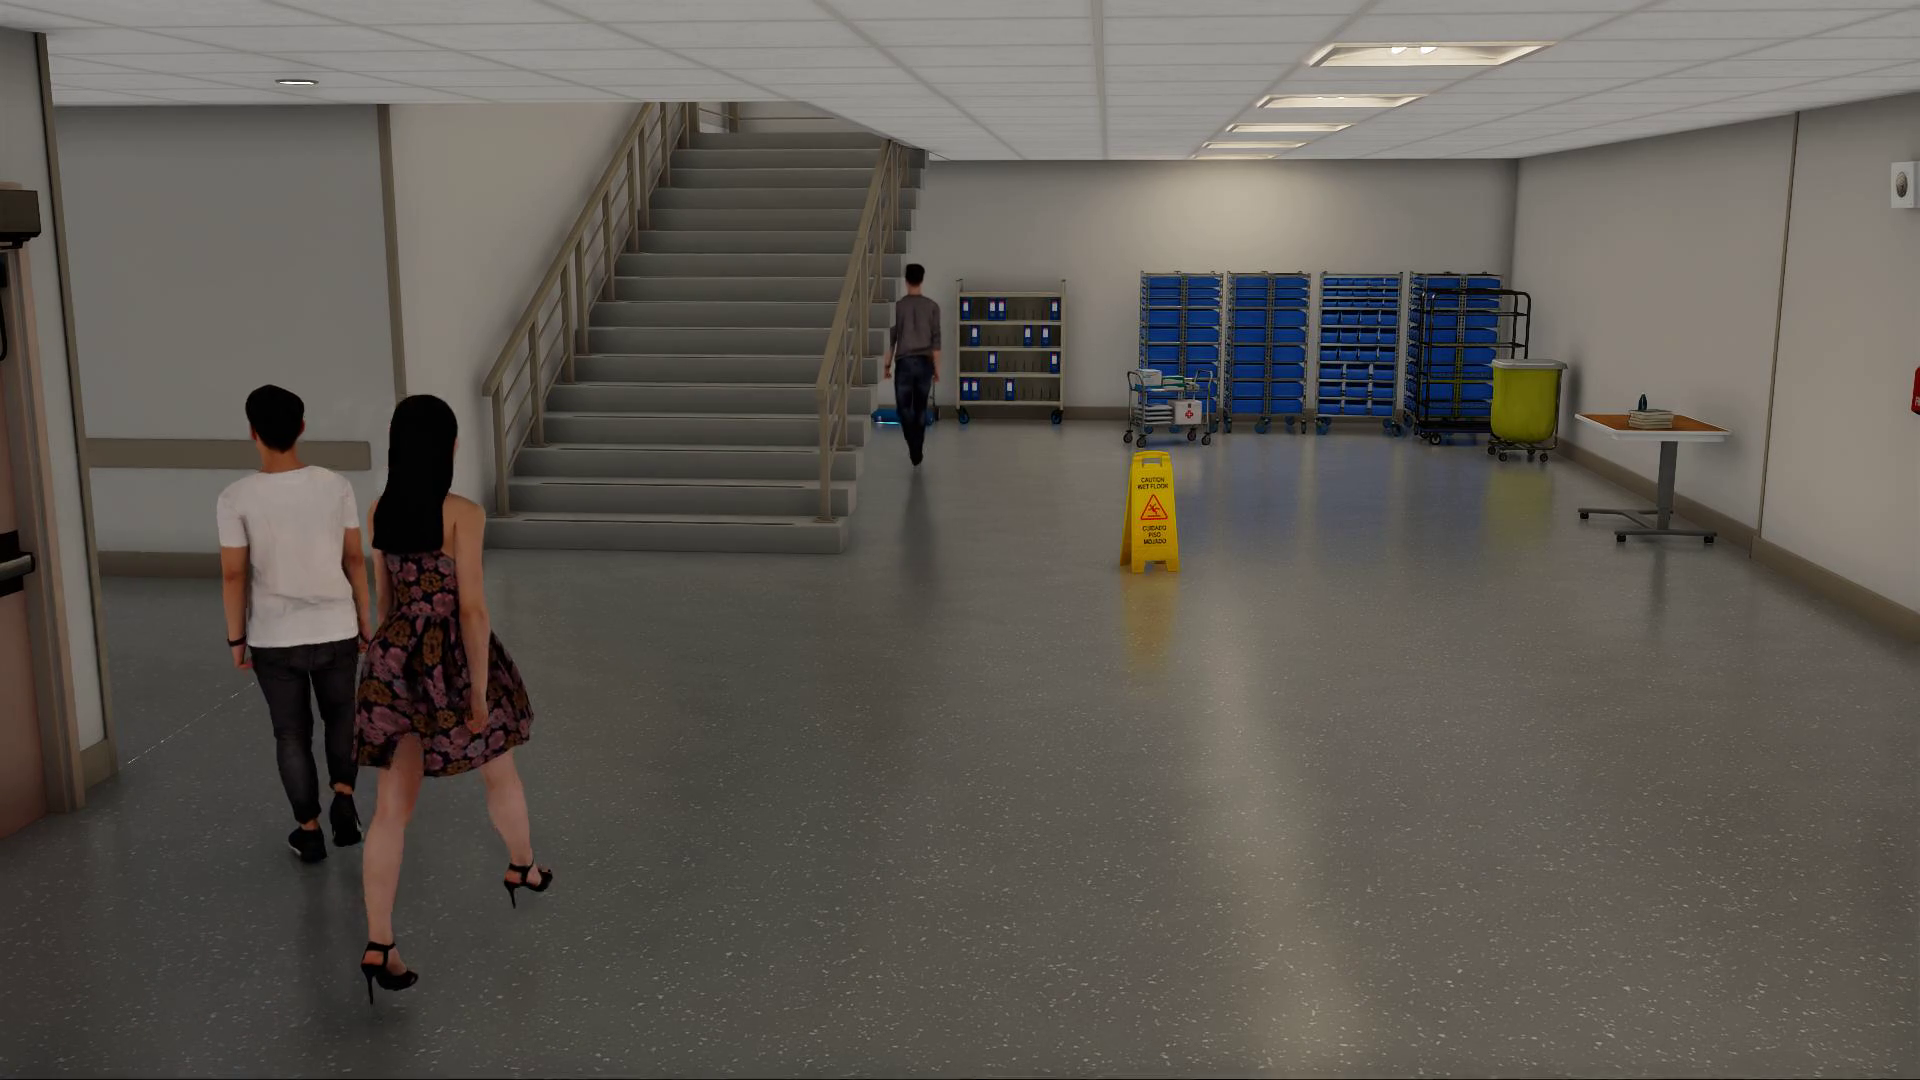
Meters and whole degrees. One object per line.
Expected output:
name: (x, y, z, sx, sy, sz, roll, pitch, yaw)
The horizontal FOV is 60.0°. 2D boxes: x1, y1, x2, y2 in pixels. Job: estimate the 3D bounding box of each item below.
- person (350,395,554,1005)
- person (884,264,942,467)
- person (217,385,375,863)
person: (-1.604, 0.497, 4.901, 0.752, 1.711, 1.218, 3, 11, 15)
person: (-0.424, -1.597, 15.501, 0.882, 1.874, 1.196, -2, 11, -9)
person: (-2.299, 0.317, 5.849, 0.819, 1.711, 0.875, -7, 13, -33)
